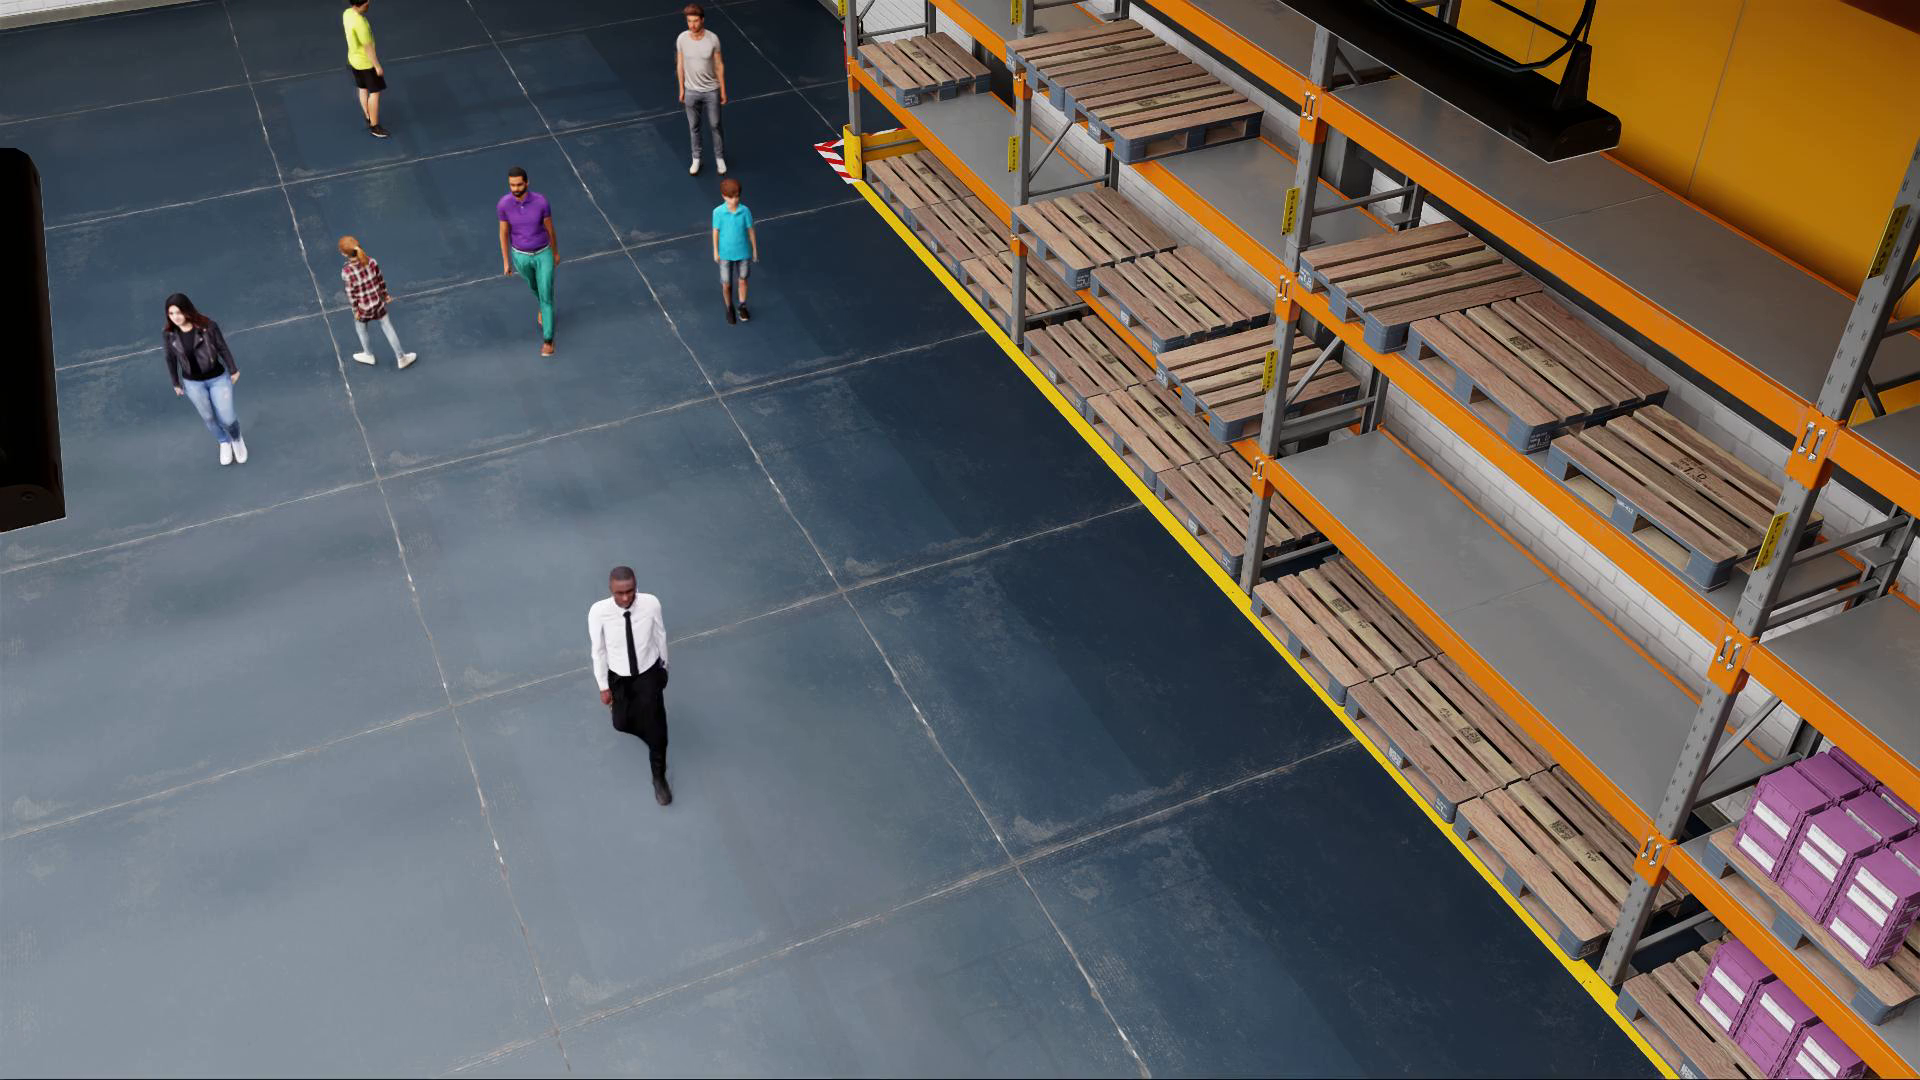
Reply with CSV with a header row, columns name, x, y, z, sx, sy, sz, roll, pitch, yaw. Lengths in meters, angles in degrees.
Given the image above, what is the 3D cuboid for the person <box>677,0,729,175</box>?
name,x,y,z,sx,sy,sz,roll,pitch,yaw
person,-2.782,-4.882,17.960,0.759,1.889,0.752,1,39,2

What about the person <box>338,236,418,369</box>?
name,x,y,z,sx,sy,sz,roll,pitch,yaw
person,-5.293,-2.120,14.988,0.718,1.281,0.795,-28,46,-30

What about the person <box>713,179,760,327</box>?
name,x,y,z,sx,sy,sz,roll,pitch,yaw
person,-2.136,-2.759,15.658,0.585,1.444,0.592,-10,40,-12

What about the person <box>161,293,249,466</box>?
name,x,y,z,sx,sy,sz,roll,pitch,yaw
person,-6.225,-1.359,13.762,0.723,1.623,0.694,-7,39,-8

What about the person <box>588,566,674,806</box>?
name,x,y,z,sx,sy,sz,roll,pitch,yaw
person,-2.130,0.838,10.861,0.770,1.810,1.147,-10,40,-12

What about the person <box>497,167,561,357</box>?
name,x,y,z,sx,sy,sz,roll,pitch,yaw
person,-3.925,-2.654,15.308,0.947,1.717,1.289,-2,39,-2

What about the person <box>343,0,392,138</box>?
name,x,y,z,sx,sy,sz,roll,pitch,yaw
person,-6.795,-5.450,18.844,0.594,1.673,0.903,24,45,27
